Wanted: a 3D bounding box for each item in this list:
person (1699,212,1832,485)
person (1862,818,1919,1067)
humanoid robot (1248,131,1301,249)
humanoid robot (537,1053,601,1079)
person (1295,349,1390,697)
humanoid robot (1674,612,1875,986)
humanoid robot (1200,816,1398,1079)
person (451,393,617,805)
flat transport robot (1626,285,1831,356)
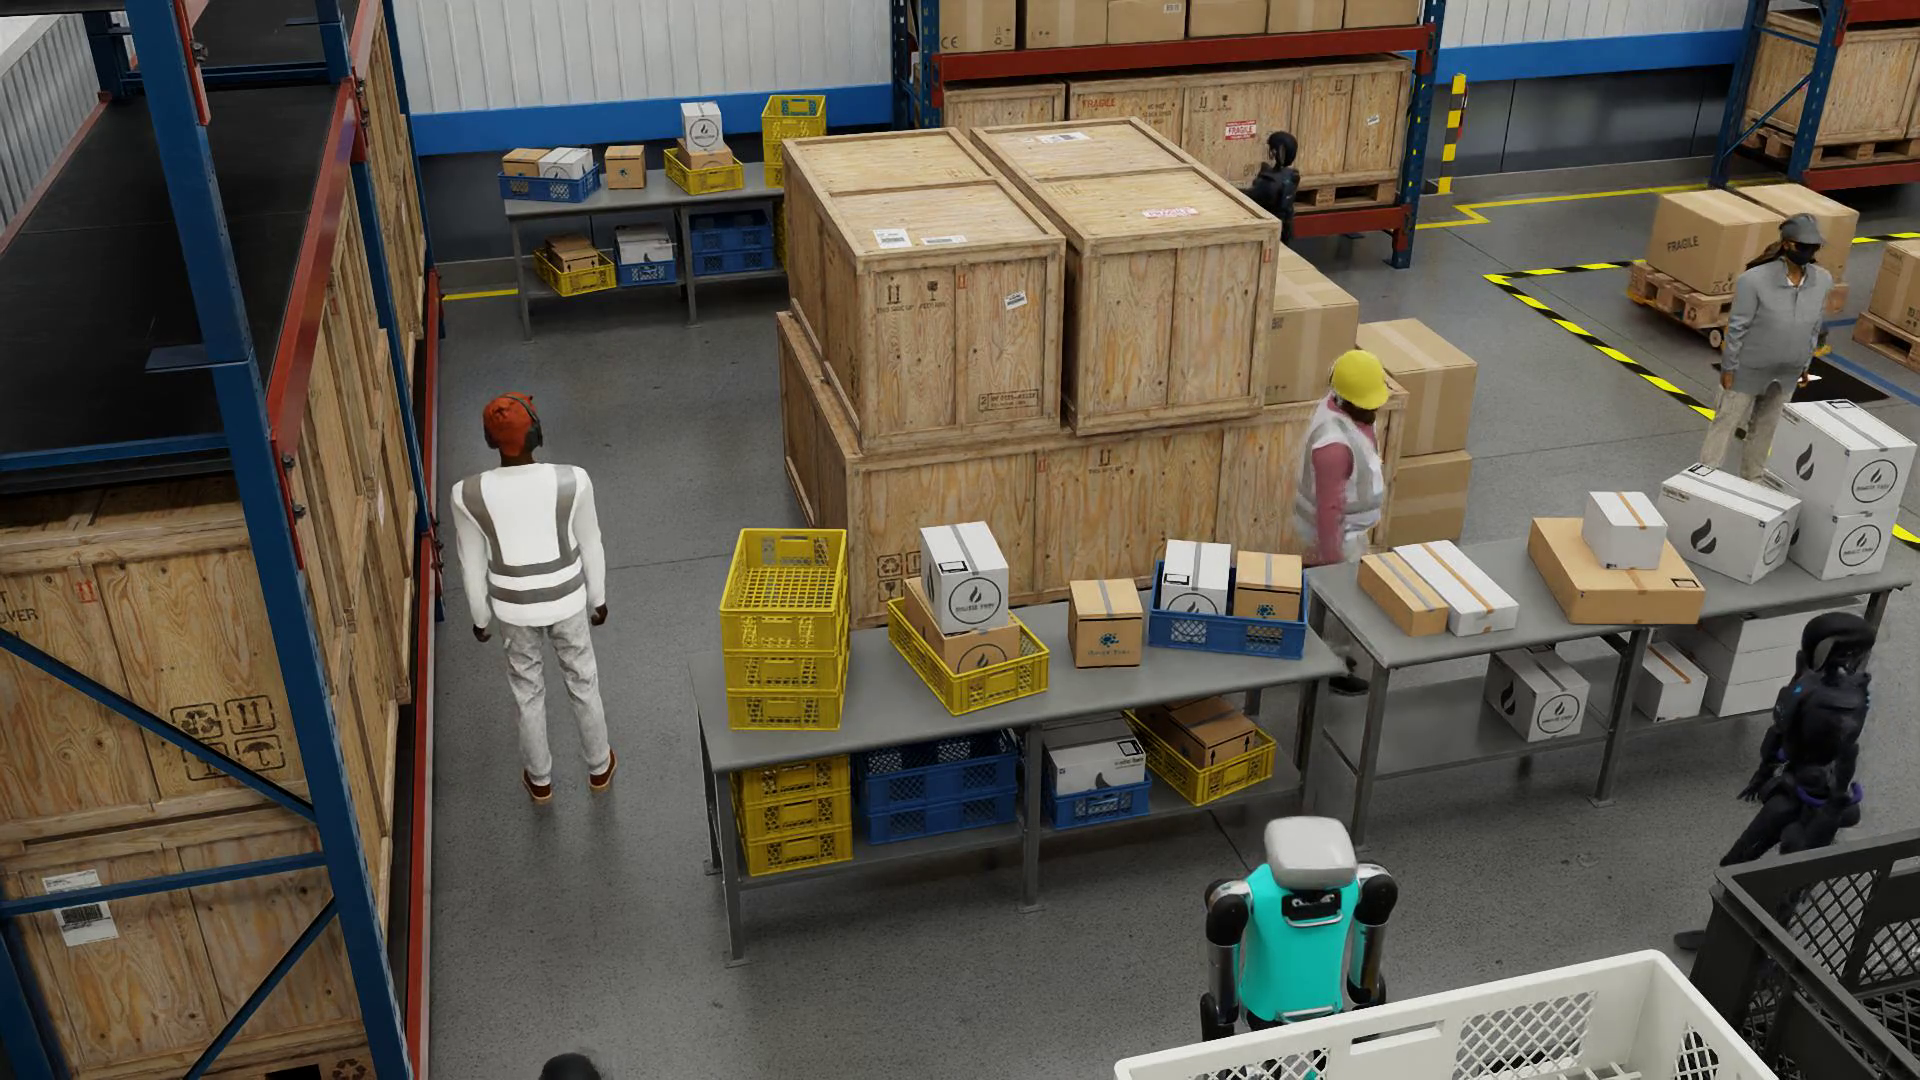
[{"bbox_3d":[4.507,-0.980,9.339,0.560,1.768,0.399,-4,29,-8],"label":"person"},{"bbox_3d":[3.230,1.265,5.164,0.969,1.881,0.615,1,29,1],"label":"person"},{"bbox_3d":[1.972,-1.976,11.252,0.517,1.626,0.589,24,37,37],"label":"humanoid robot"},{"bbox_3d":[-0.895,1.983,4.060,0.607,1.637,0.455,-12,31,-21],"label":"humanoid robot"},{"bbox_3d":[1.765,-0.078,7.674,0.442,1.797,0.622,9,30,15],"label":"person"},{"bbox_3d":[2.979,0.957,5.930,0.431,1.645,0.600,2,29,4],"label":"humanoid robot"},{"bbox_3d":[0.969,1.603,4.579,0.534,1.696,0.726,-5,29,-9],"label":"humanoid robot"},{"bbox_3d":[-1.758,0.268,6.956,0.572,1.884,0.360,-7,30,-12],"label":"person"},{"bbox_3d":[5.573,-1.658,12.097,0.652,0.197,1.431,-7,30,-13],"label":"flat transport robot"}]
